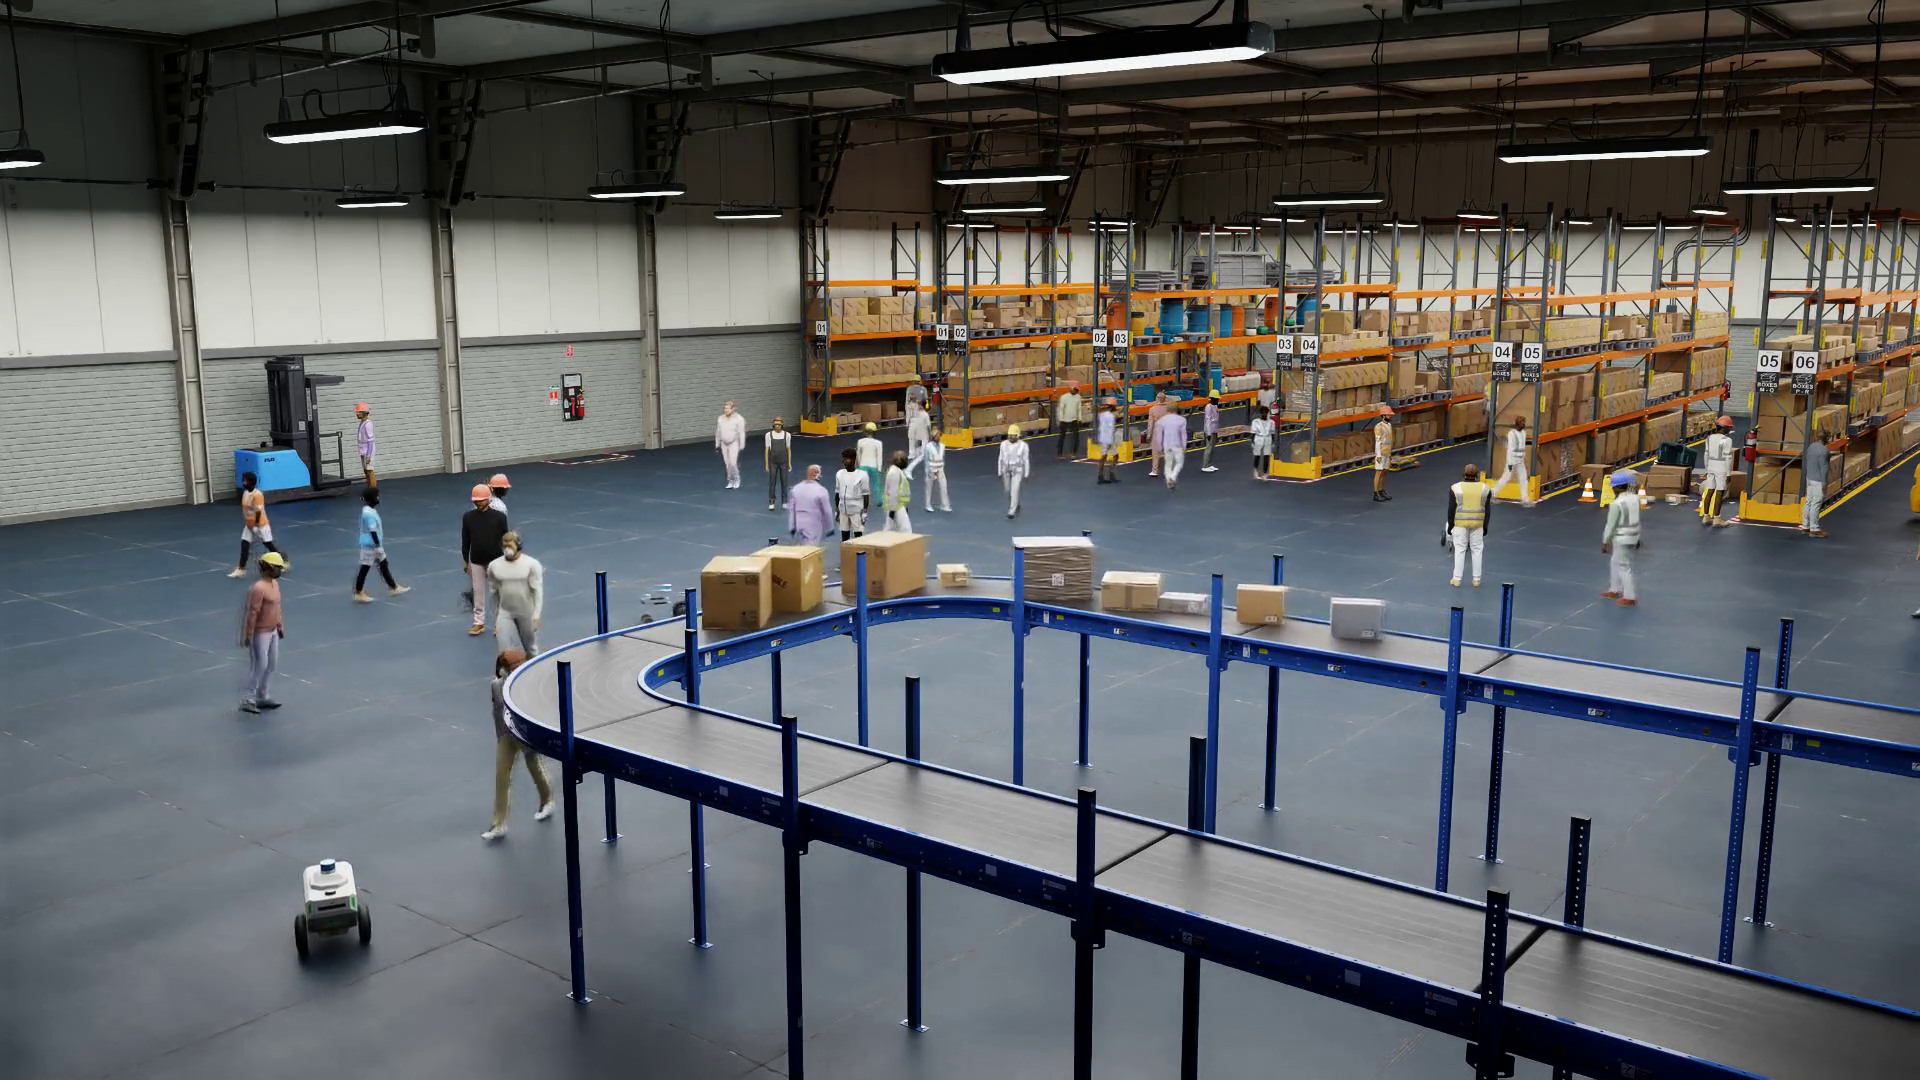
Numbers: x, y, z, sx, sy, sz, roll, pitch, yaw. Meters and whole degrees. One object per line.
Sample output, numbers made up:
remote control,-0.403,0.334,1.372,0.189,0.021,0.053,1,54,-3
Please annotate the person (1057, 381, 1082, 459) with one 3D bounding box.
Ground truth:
person,2.747,-2.959,38.680,0.620,1.948,0.672,-5,11,-26

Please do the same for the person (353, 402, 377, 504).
person,-12.030,-1.765,31.650,0.379,2.044,0.607,-6,12,-32

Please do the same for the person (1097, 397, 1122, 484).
person,3.310,-2.181,34.374,0.669,1.905,0.577,-3,11,-17

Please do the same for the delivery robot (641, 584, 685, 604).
delivery robot,-3.931,0.711,21.028,0.698,0.223,0.335,-3,11,-18

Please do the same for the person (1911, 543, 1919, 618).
person,13.357,0.173,21.292,0.373,1.843,0.570,-6,12,-32

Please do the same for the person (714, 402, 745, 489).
person,-4.956,-2.025,33.568,0.640,1.889,0.513,5,11,28

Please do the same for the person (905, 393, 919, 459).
person,-1.179,-2.831,38.769,0.308,1.645,0.515,5,11,28

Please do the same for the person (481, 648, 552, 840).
person,-3.788,1.702,13.418,0.517,1.590,0.856,3,11,19

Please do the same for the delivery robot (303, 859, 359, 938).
delivery robot,-4.570,2.561,11.343,0.477,0.478,0.707,-4,11,-24

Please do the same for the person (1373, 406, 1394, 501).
person,8.676,-1.775,31.991,0.350,1.942,0.545,8,13,39

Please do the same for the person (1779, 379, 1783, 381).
person,22.543,-3.825,43.440,0.662,1.974,0.637,1,10,6

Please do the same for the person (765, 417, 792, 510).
person,-3.569,-1.510,30.772,0.517,1.843,0.326,-2,10,-12

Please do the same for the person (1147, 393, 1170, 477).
person,4.552,-2.401,35.613,0.654,1.906,0.406,-3,10,-16

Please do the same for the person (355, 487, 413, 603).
person,-8.301,0.069,22.377,0.835,1.653,0.553,-3,10,-16

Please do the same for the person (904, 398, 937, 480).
person,-0.824,-2.266,35.066,0.873,1.839,0.519,-2,10,-9

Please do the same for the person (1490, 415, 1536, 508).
person,11.046,-1.594,31.265,0.593,1.847,0.971,-8,13,-40

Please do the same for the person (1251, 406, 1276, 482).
person,6.744,-2.156,34.846,0.548,1.681,0.443,0,10,1

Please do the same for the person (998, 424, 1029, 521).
person,1.033,-1.311,29.747,0.600,1.813,0.754,5,11,27

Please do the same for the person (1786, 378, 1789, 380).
person,23.376,-3.898,44.024,0.869,1.922,0.622,8,13,37

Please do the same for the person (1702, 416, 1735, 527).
person,14.040,-1.278,28.914,0.386,2.039,0.615,-3,10,-15

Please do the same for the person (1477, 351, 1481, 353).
person,17.863,-5.623,53.959,0.403,1.830,0.600,-7,12,-36

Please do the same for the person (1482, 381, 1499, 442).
person,14.379,-3.540,42.001,0.585,1.910,0.770,6,12,30

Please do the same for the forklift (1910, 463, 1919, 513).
forklift,19.034,-1.348,28.998,2.313,2.155,1.214,8,13,37

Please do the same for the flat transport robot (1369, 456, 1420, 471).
flat transport robot,10.298,-1.818,37.051,0.652,0.197,1.431,8,13,38

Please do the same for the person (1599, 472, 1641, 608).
person,9.289,-0.012,22.150,0.624,1.906,0.801,-7,12,-36

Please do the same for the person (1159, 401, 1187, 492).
person,4.520,-1.978,33.169,0.655,1.926,0.435,6,12,31

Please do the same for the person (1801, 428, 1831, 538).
person,15.265,-1.035,27.836,0.373,1.940,0.629,1,10,4

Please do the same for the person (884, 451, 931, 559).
person,-0.889,-0.539,25.424,0.905,1.800,0.651,-1,10,-3

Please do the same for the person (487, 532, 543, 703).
person,-4.941,0.853,17.355,0.639,1.876,1.052,0,10,1

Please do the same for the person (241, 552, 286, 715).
person,-7.537,1.000,16.977,0.448,1.722,0.596,0,10,-1

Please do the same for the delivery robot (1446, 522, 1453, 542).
delivery robot,8.471,-0.159,26.651,0.477,0.478,0.707,3,10,14

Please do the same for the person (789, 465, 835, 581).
person,-2.153,-0.190,23.290,0.653,1.862,0.933,8,13,39

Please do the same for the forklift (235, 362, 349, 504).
forklift,-13.803,-2.244,32.110,1.129,2.768,1.873,8,13,37

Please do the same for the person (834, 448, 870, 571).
person,-1.713,-0.469,24.565,0.613,1.964,0.361,5,11,28

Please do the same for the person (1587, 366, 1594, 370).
person,18.035,-4.035,44.857,0.673,1.881,0.785,4,11,21

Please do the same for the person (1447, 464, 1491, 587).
person,7.636,-0.221,23.527,0.624,1.845,0.430,1,10,6

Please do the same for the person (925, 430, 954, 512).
person,-0.437,-1.317,30.369,0.529,1.606,0.783,-7,12,-35

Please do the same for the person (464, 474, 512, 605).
person,-6.566,0.025,21.967,0.807,1.914,0.552,-9,13,-40

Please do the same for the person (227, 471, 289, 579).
person,-10.896,-0.249,24.232,0.544,1.649,0.902,8,13,39

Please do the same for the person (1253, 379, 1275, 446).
person,7.967,-3.312,40.993,0.557,1.814,0.986,8,13,39

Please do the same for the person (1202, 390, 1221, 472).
person,5.871,-2.546,36.412,0.387,1.916,0.584,4,11,24

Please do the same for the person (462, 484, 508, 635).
person,-6.194,0.255,20.421,0.623,1.989,0.401,0,10,2

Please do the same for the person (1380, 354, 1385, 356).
person,14.697,-5.667,54.050,0.963,1.890,0.583,2,10,9

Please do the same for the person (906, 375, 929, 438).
person,-1.139,-3.617,42.786,0.626,1.782,0.917,2,10,10

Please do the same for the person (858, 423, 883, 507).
person,-1.764,-1.453,30.812,0.526,1.719,0.912,2,10,11
